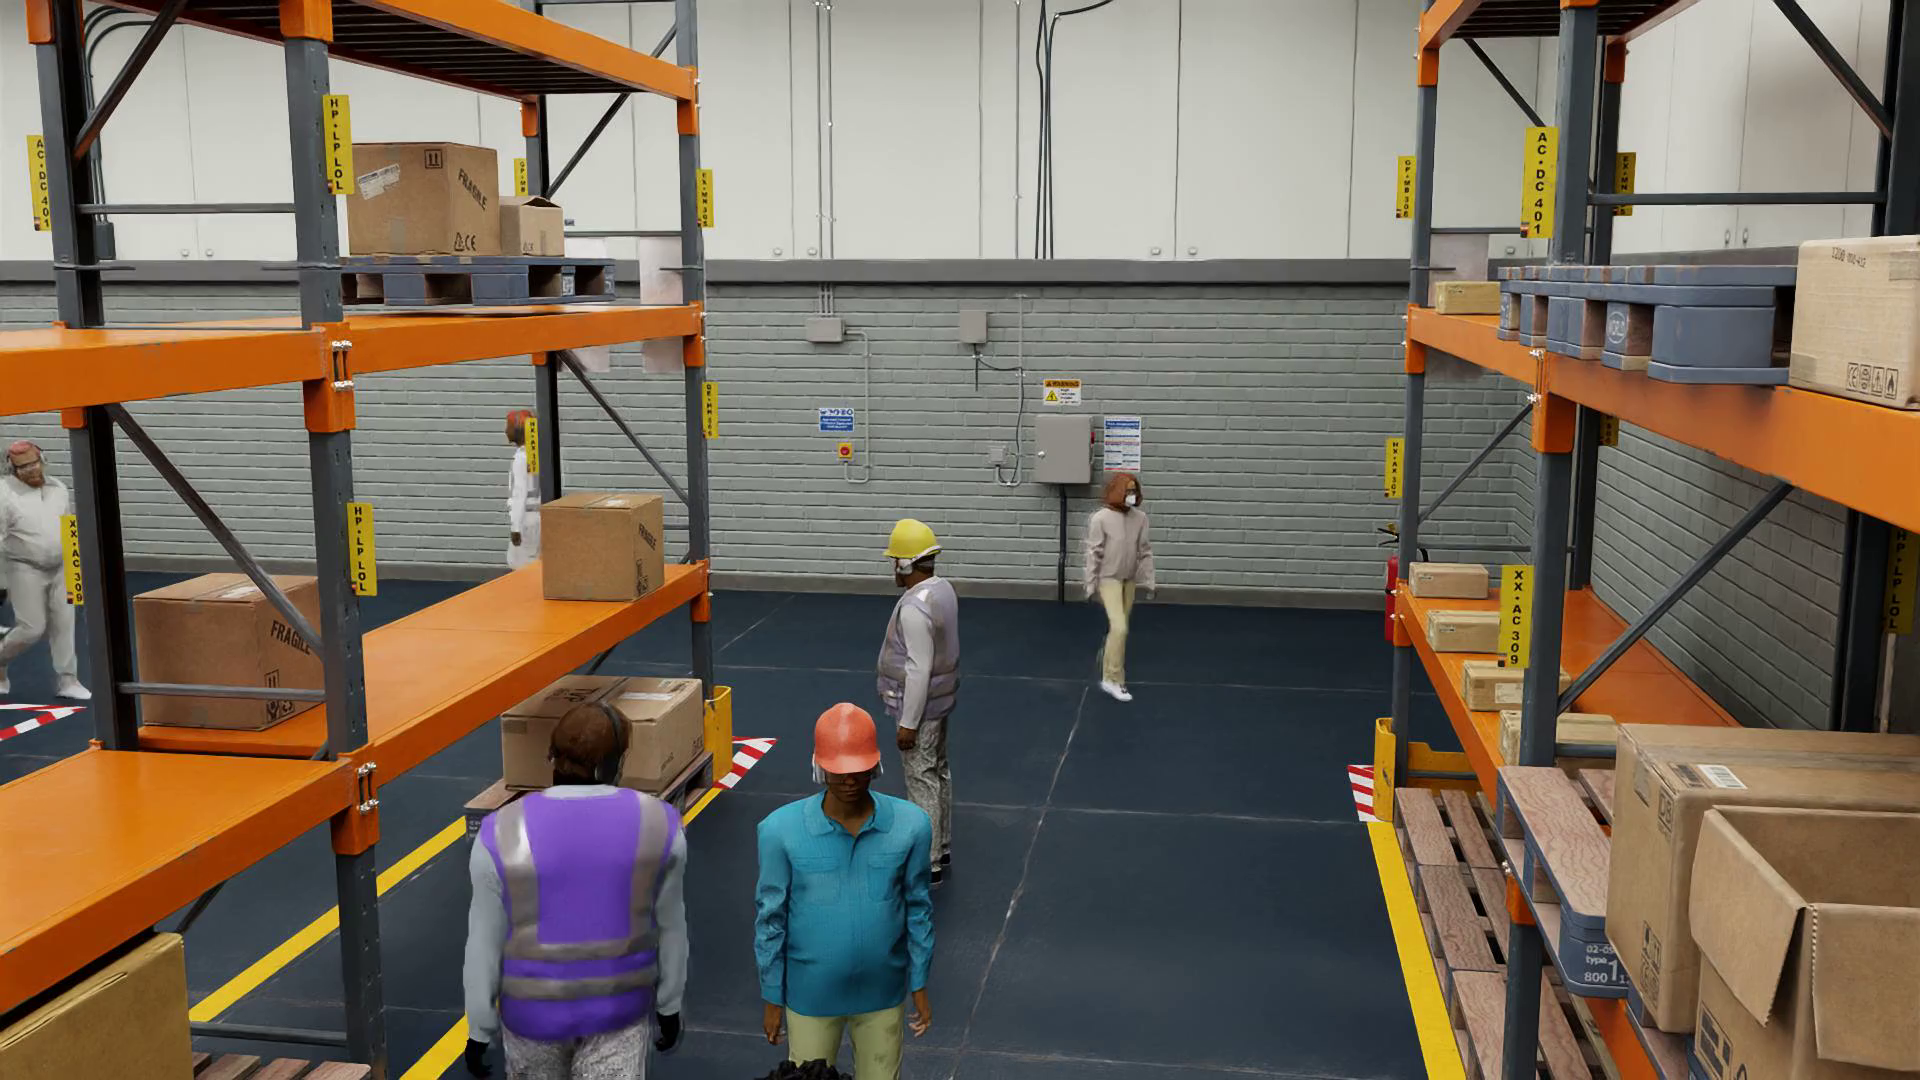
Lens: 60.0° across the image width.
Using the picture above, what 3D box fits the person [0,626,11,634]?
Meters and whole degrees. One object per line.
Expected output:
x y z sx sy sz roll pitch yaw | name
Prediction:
-8.141 0.044 13.527 0.726 1.601 0.530 -3 10 -18 | person

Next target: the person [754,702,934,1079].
-0.344 1.347 5.068 0.560 1.752 0.324 -3 10 -16 | person

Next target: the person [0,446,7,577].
-9.444 -0.414 15.976 0.573 1.739 0.349 4 10 21 | person

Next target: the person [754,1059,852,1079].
-0.274 1.722 2.934 0.318 1.697 0.534 3 10 18 | person

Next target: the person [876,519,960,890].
-0.207 0.803 8.194 0.404 1.827 0.601 2 9 12 | person

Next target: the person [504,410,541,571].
-3.671 -0.162 14.003 0.413 1.872 0.602 -1 9 -4 | person

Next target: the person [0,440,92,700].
-6.515 0.221 11.643 0.681 1.875 0.668 3 10 16 | person

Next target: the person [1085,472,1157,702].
1.178 0.330 11.737 0.531 1.610 0.585 -7 11 -35 | person

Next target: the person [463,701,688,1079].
-1.096 1.369 4.823 0.646 1.799 0.860 -3 10 -18 | person
